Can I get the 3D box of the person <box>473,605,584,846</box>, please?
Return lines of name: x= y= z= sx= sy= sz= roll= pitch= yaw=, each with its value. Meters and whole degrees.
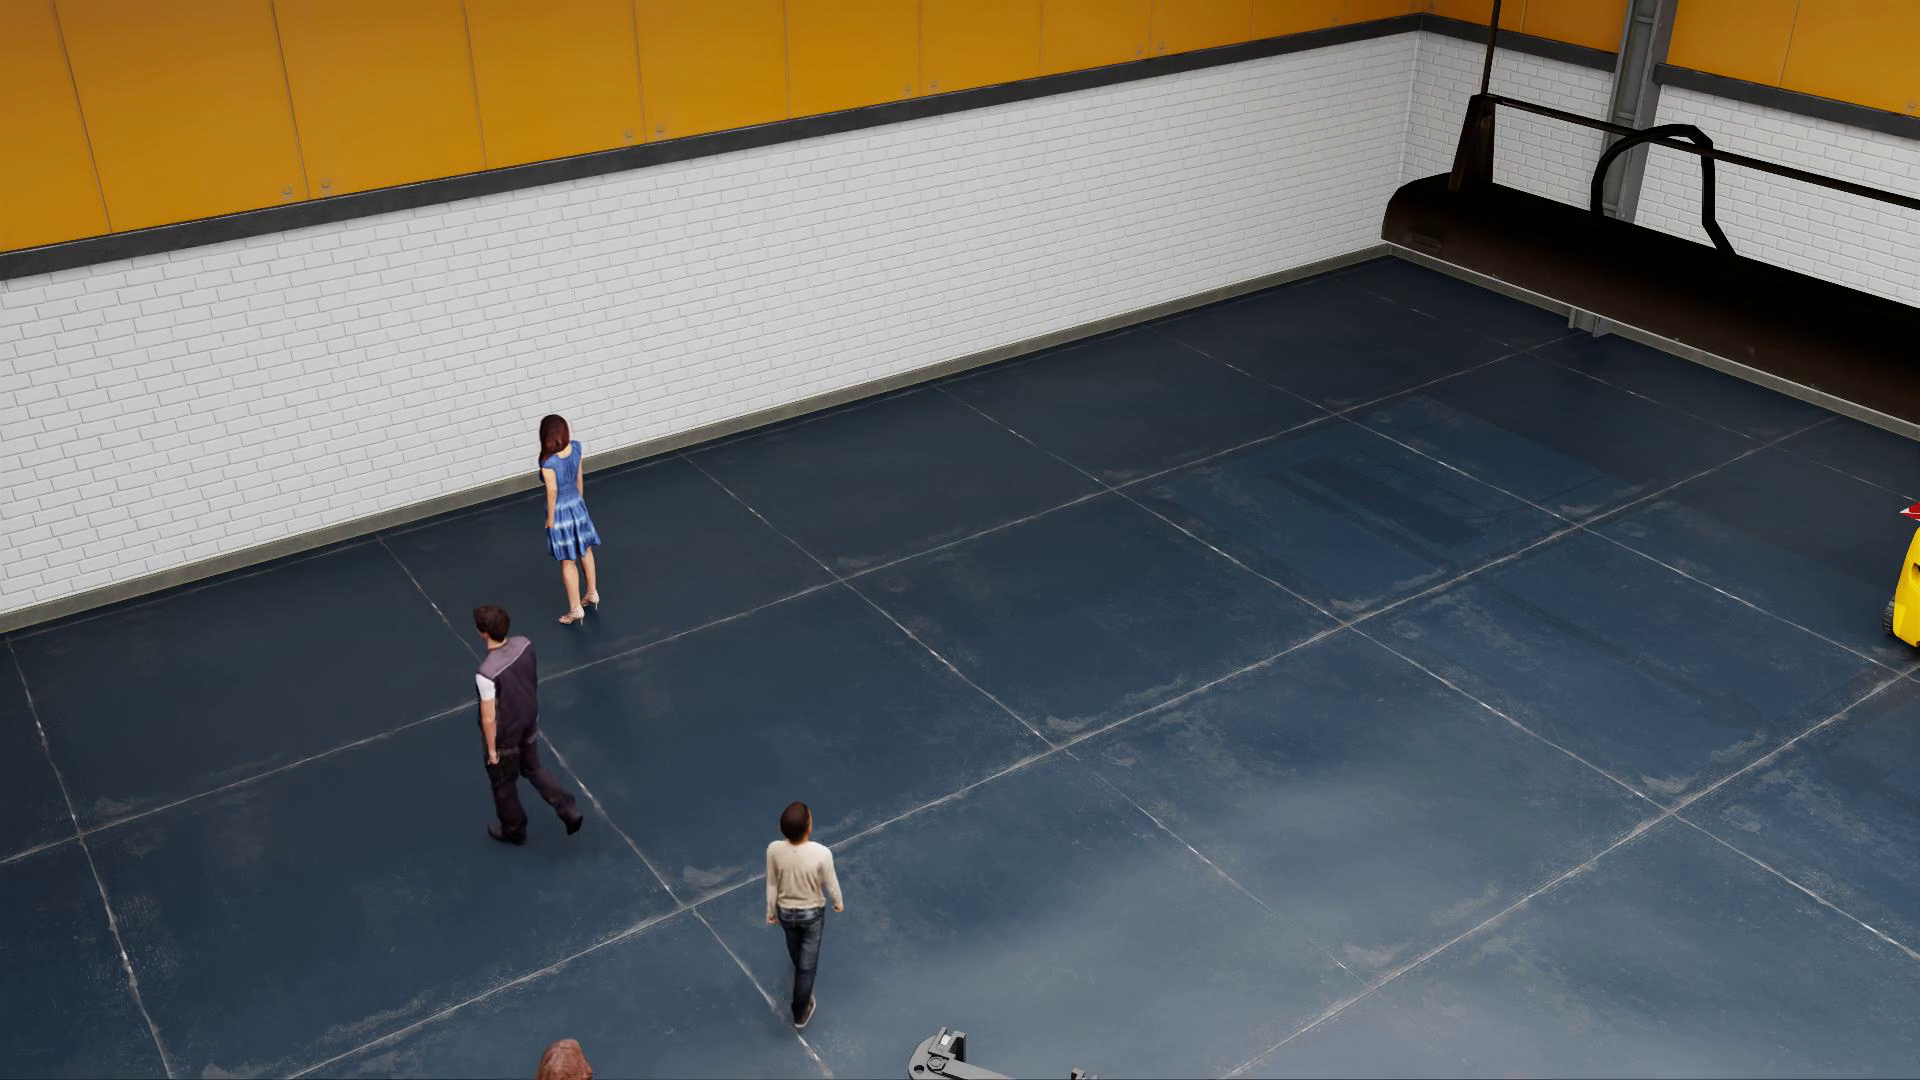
person: x=-2.809 y=1.226 z=10.689 sx=1.057 sy=1.833 sz=0.915 roll=14 pitch=31 yaw=23

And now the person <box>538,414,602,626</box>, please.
person: x=-3.144 y=-0.169 z=13.276 sx=0.767 sy=1.805 sz=0.756 roll=11 pitch=30 yaw=19

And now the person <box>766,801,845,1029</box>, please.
person: x=-0.921 y=2.153 z=9.397 sx=0.865 sy=1.443 sz=0.921 roll=5 pitch=29 yaw=10
